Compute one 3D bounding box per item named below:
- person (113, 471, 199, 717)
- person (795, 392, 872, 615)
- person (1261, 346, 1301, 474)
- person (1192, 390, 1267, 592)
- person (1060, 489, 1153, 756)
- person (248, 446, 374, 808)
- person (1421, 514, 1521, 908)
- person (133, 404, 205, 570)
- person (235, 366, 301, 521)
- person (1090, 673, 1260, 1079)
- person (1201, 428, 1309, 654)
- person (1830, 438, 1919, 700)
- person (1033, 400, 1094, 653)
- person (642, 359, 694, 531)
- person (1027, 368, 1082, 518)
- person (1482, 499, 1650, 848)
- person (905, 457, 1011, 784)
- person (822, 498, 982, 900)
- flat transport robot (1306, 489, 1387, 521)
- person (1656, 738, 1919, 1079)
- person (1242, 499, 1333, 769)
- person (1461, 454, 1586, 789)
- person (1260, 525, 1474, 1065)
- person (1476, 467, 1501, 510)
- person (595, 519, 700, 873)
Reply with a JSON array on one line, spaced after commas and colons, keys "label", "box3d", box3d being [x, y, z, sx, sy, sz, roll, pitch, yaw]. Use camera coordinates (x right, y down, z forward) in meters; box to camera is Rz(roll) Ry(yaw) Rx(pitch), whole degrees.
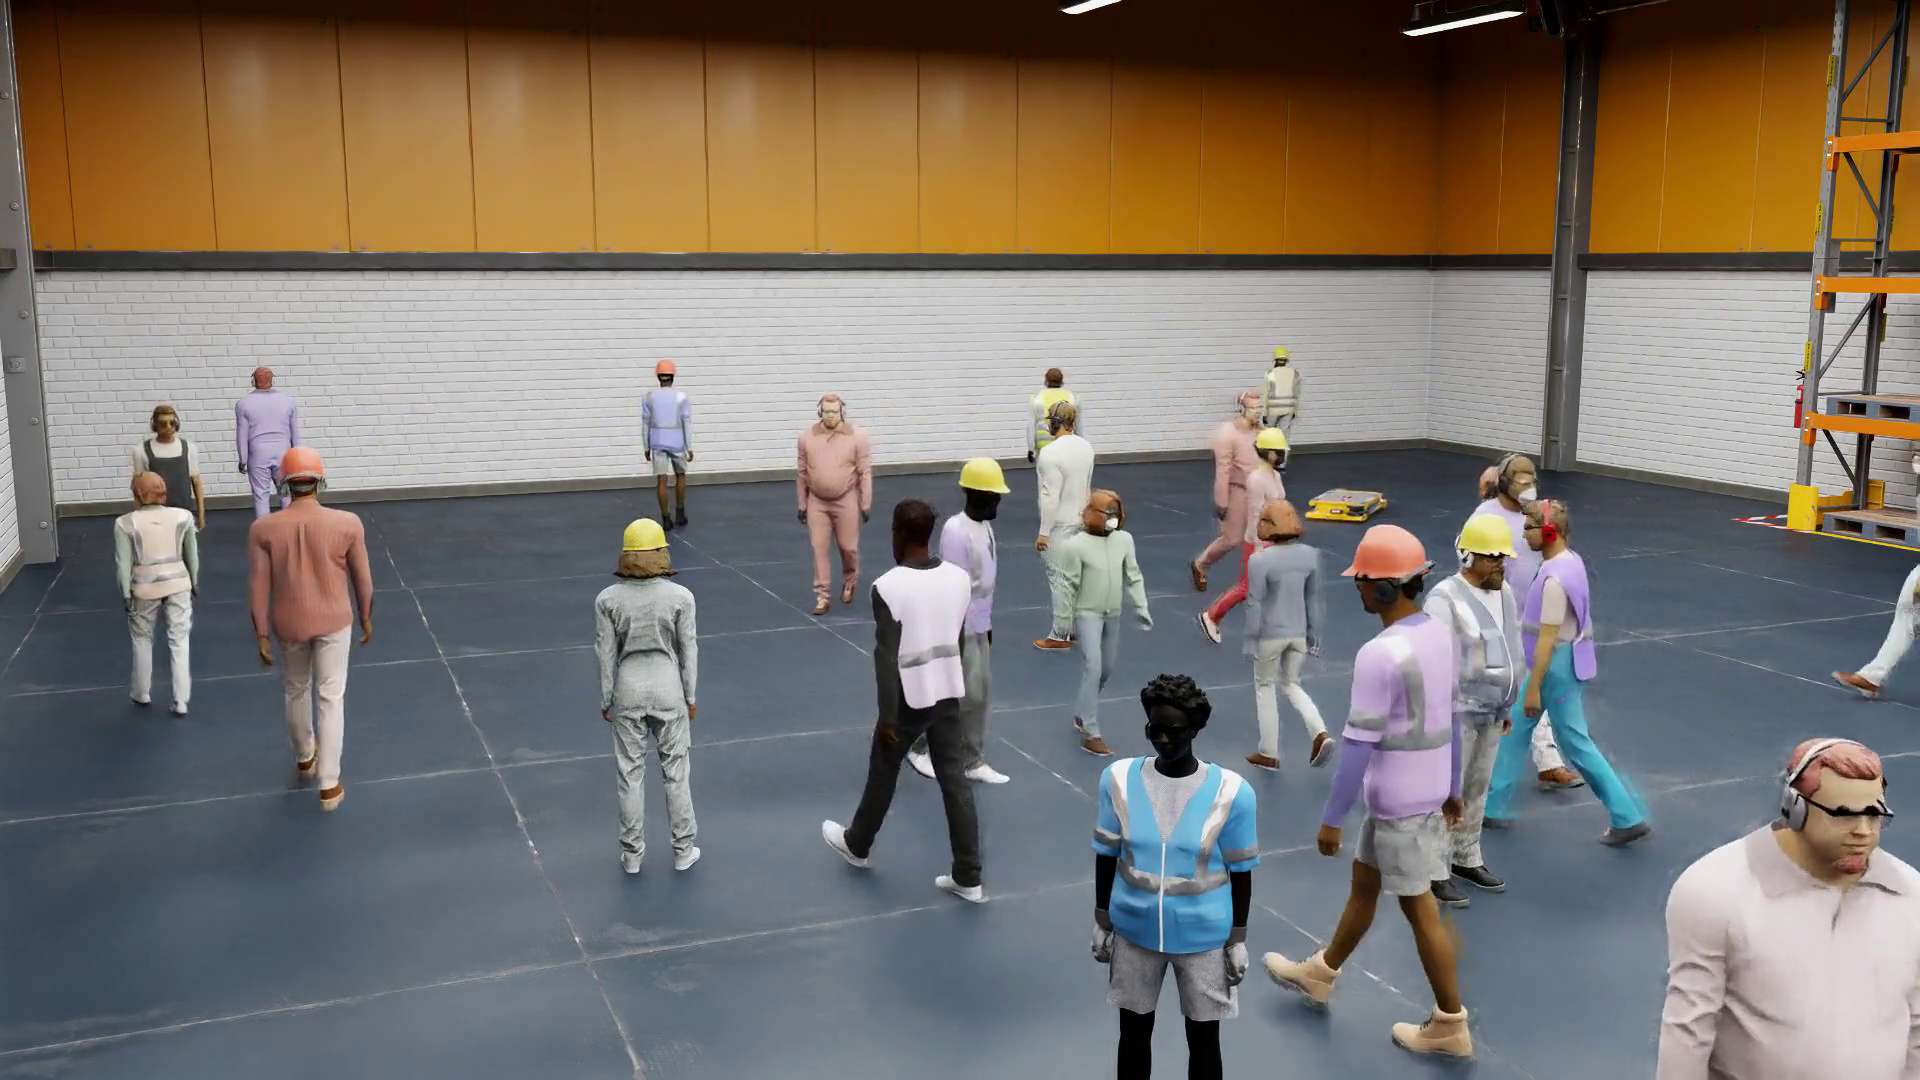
[{"label": "person", "box3d": [-5.331, 0.342, 11.057, 0.527, 1.609, 0.747, -7, 11, -35]}, {"label": "person", "box3d": [-1.086, -0.333, 14.322, 0.658, 1.895, 0.678, 1, 9, 6]}, {"label": "person", "box3d": [4.549, -1.862, 23.837, 0.597, 1.812, 0.594, -1, 9, -6]}, {"label": "person", "box3d": [2.469, -0.397, 14.747, 0.652, 1.883, 0.815, -8, 12, -39]}, {"label": "person", "box3d": [0.849, 0.477, 10.269, 0.516, 1.612, 0.574, -7, 11, -35]}, {"label": "person", "box3d": [-3.620, 0.451, 9.361, 0.618, 1.956, 0.981, -2, 10, -13]}, {"label": "person", "box3d": [2.390, 0.780, 7.755, 0.601, 1.827, 0.403, -7, 12, -38]}, {"label": "person", "box3d": [-6.630, -0.240, 13.948, 0.504, 1.829, 0.754, -6, 11, -34]}, {"label": "person", "box3d": [-7.336, -0.890, 17.644, 0.652, 1.906, 0.403, -7, 12, -36]}, {"label": "person", "box3d": [0.670, 1.252, 5.298, 0.540, 1.696, 0.316, 3, 10, 19]}, {"label": "person", "box3d": [2.287, -0.006, 12.790, 0.791, 1.742, 0.528, 7, 11, 35]}, {"label": "person", "box3d": [6.441, 0.212, 11.066, 1.010, 1.869, 0.687, 3, 10, 18]}, {"label": "person", "box3d": [0.790, -0.106, 12.792, 0.357, 1.938, 0.638, 6, 11, 34]}, {"label": "person", "box3d": [-3.286, -1.087, 18.797, 0.573, 1.915, 0.745, -1, 9, -4]}, {"label": "person", "box3d": [1.092, -1.091, 19.190, 0.641, 1.799, 0.955, 0, 9, 0]}, {"label": "person", "box3d": [3.076, 0.680, 8.504, 0.982, 1.794, 0.570, 3, 10, 19]}, {"label": "person", "box3d": [0.001, 0.468, 9.418, 0.589, 1.905, 0.628, 3, 10, 15]}, {"label": "person", "box3d": [-0.243, 0.731, 7.937, 0.621, 1.866, 0.996, -8, 12, -40]}, {"label": "flat transport robot", "box3d": [4.600, -0.423, 19.753, 0.652, 0.197, 1.431, 4, 10, 25]}, {"label": "person", "box3d": [1.987, 1.368, 4.008, 0.653, 1.883, 0.788, 0, 9, 2]}, {"label": "person", "box3d": [1.905, 0.572, 9.668, 0.501, 1.616, 0.509, -5, 11, -29]}, {"label": "person", "box3d": [3.147, 0.476, 9.363, 0.663, 1.897, 0.939, -4, 10, -25]}, {"label": "person", "box3d": [1.541, 0.935, 6.294, 1.001, 1.995, 0.634, 7, 12, 37]}, {"label": "person", "box3d": [3.583, 0.284, 11.437, 0.800, 1.604, 0.525, 6, 11, 33]}, {"label": "person", "box3d": [-1.522, 0.761, 8.138, 0.487, 1.741, 0.313, -1, 9, -5]}]
